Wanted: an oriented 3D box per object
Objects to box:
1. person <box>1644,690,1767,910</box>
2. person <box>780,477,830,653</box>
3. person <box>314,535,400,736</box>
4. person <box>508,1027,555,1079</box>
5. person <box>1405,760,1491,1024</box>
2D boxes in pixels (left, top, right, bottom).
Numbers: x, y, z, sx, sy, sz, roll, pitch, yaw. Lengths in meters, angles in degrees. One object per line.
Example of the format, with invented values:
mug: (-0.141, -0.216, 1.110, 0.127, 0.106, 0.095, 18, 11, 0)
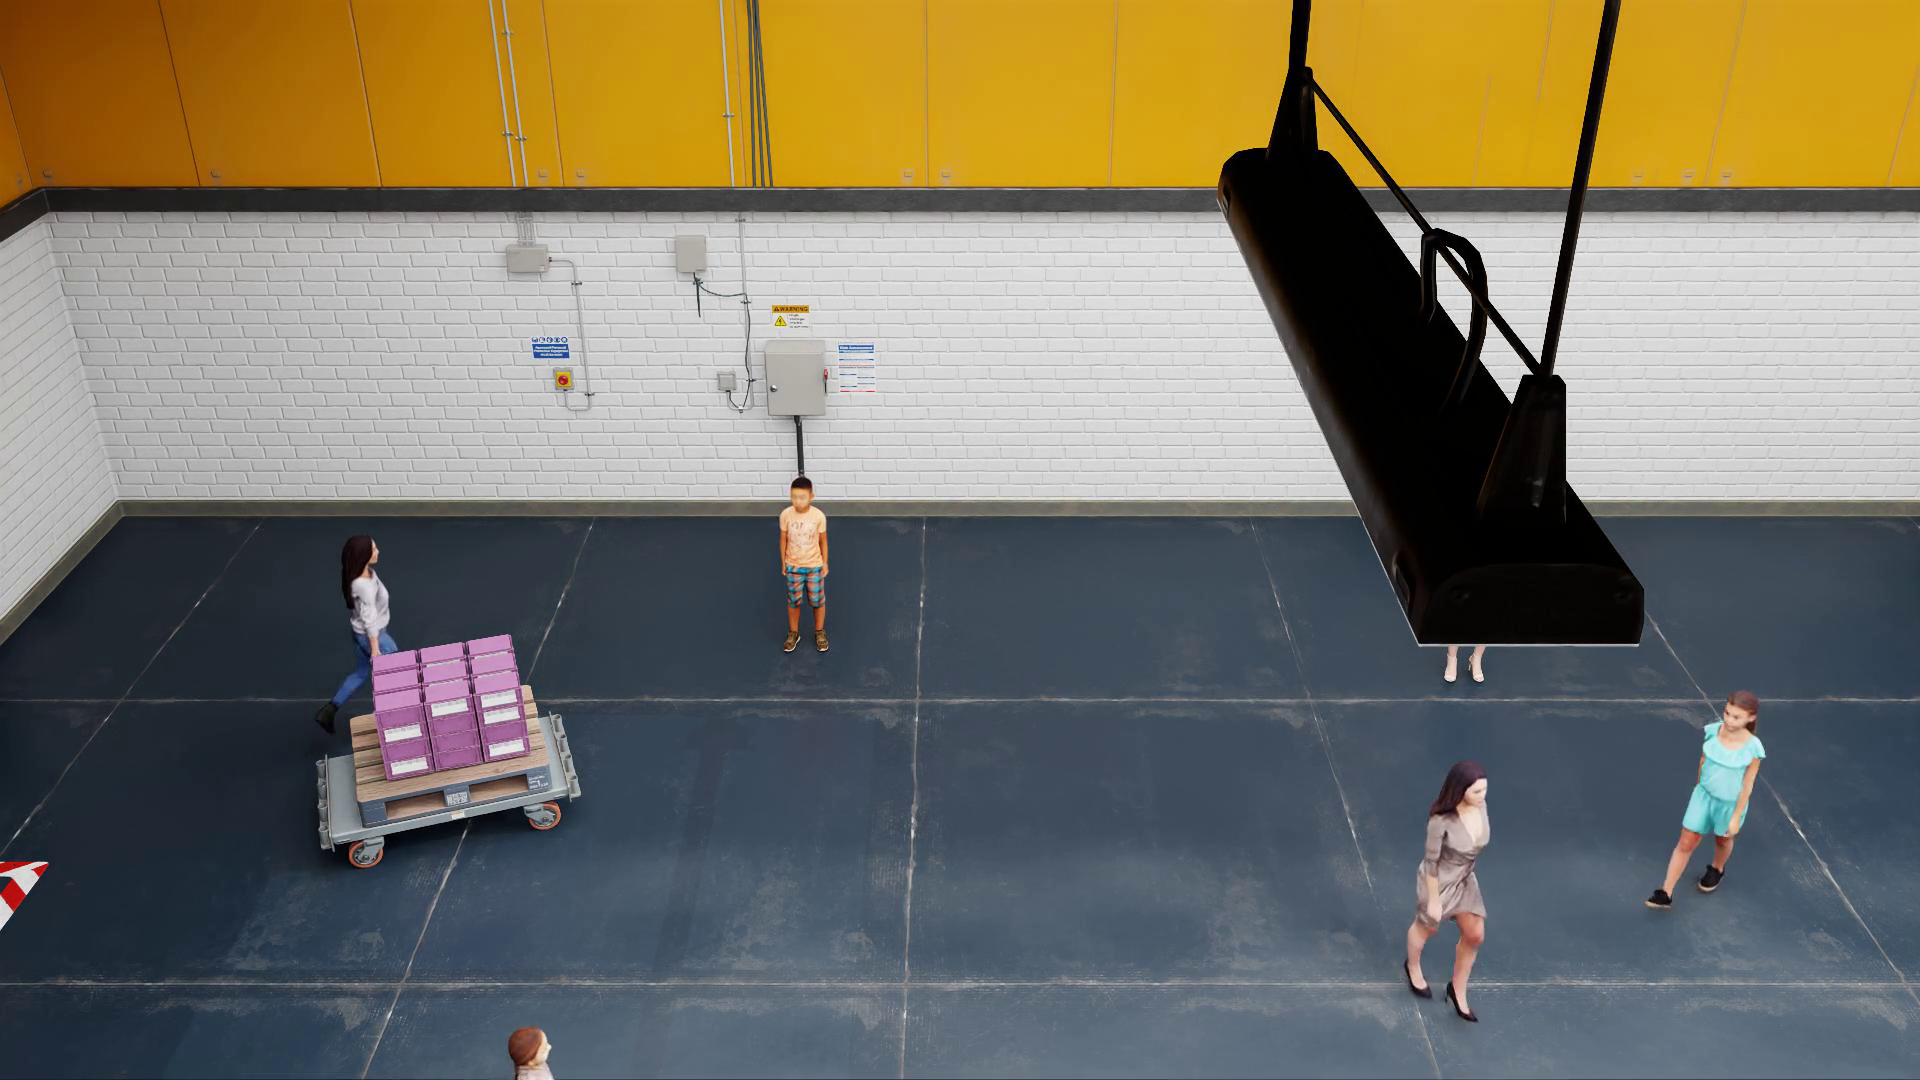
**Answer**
person: (4.729, 1.585, 10.250, 1.026, 1.516, 1.014, -22, 36, -35)
person: (-1.204, 0.178, 12.887, 0.523, 1.461, 0.478, 1, 29, 2)
person: (-4.242, 0.719, 11.744, 1.017, 1.605, 1.040, -19, 34, -31)
person: (-2.134, 2.891, 8.205, 0.625, 1.180, 0.774, -5, 29, -10)
person: (2.694, 1.914, 9.430, 0.800, 1.723, 0.884, -16, 32, -27)
